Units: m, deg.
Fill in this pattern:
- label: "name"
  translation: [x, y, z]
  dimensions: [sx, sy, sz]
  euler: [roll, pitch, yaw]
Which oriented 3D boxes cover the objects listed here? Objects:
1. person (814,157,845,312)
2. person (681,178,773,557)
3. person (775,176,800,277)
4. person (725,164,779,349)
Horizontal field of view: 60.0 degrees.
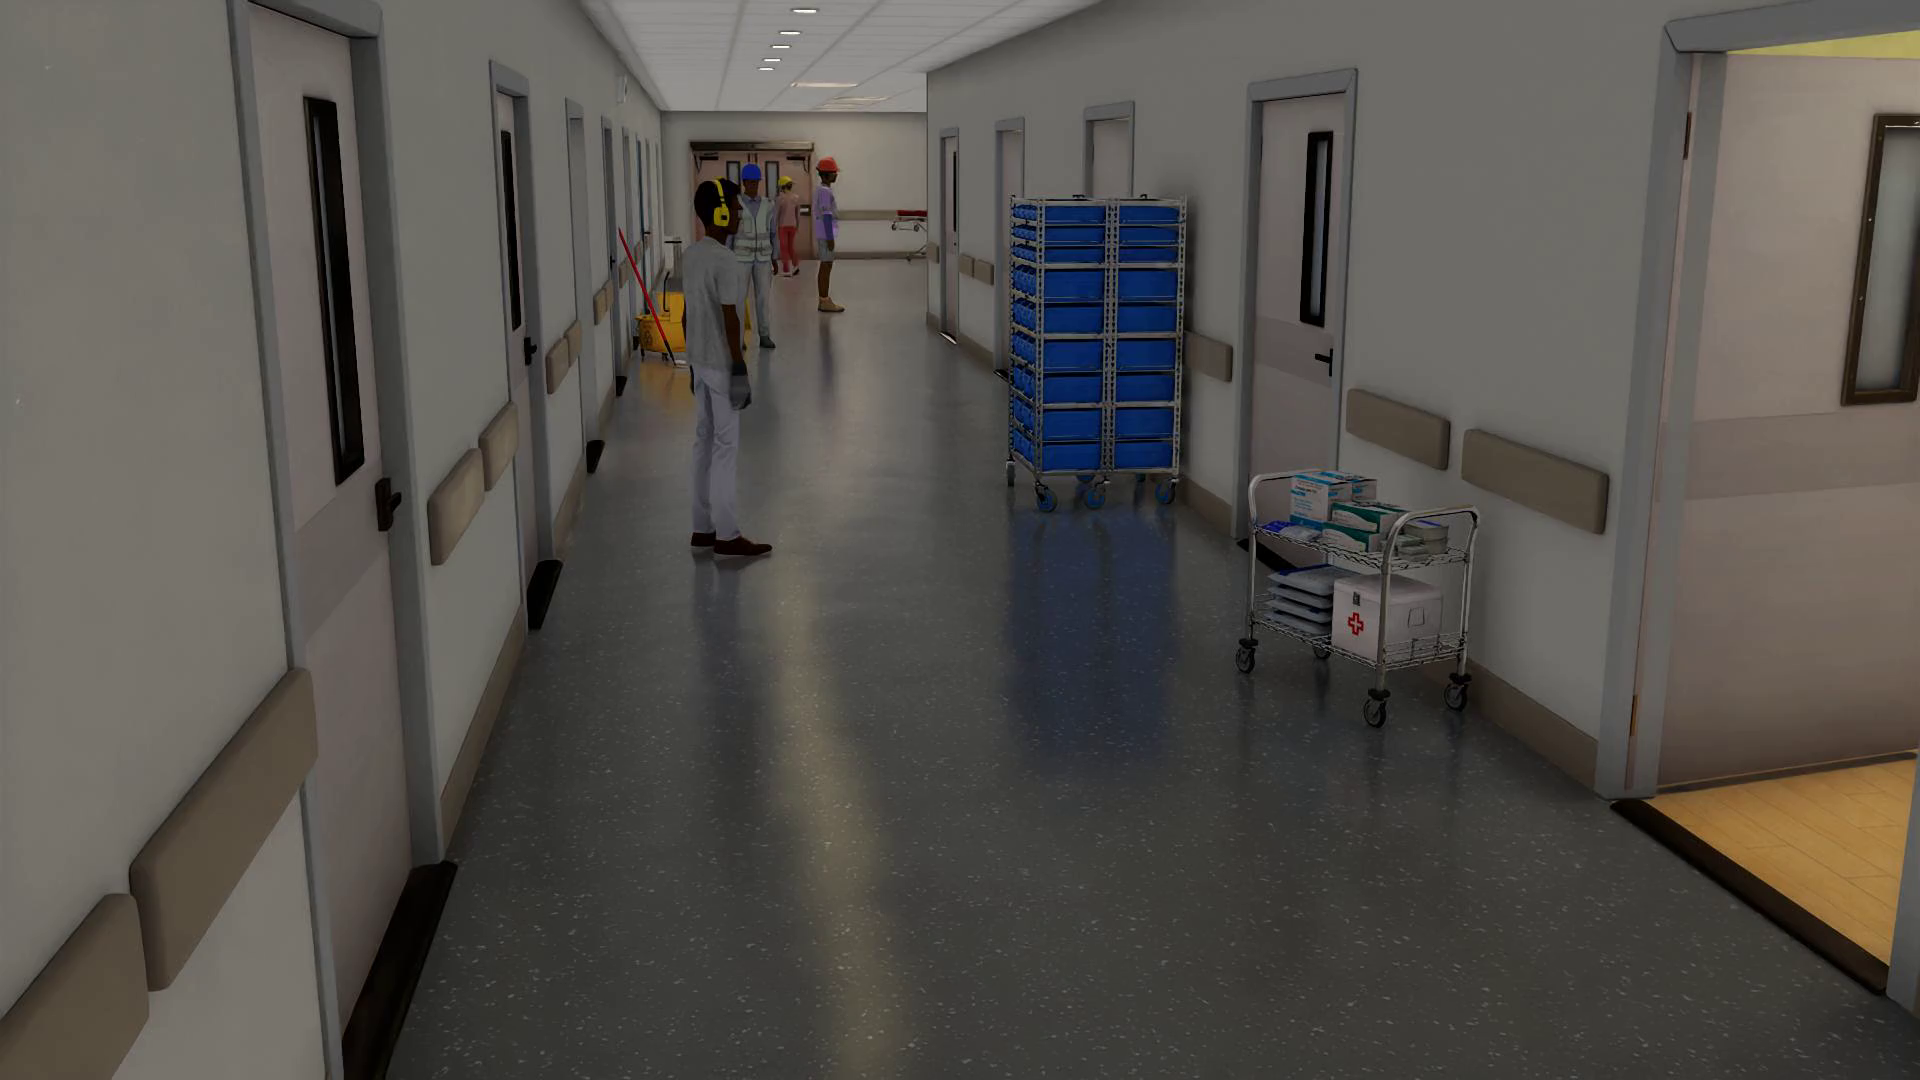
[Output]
- label: "person"
  translation: [-1.757, -4.067, 22.204]
  dimensions: [0.371, 2.044, 0.608]
  euler: [-3, 13, -11]
- label: "person"
  translation: [-1.202, -0.853, 8.318]
  dimensions: [0.336, 1.873, 0.521]
  euler: [-8, 15, -33]
- label: "person"
  translation: [-3.059, -5.496, 29.203]
  dimensions: [0.361, 1.744, 0.548]
  euler: [12, 17, 43]
- label: "person"
  translation: [-2.220, -3.011, 17.724]
  dimensions: [0.605, 1.951, 0.381]
  euler: [-6, 14, -24]
